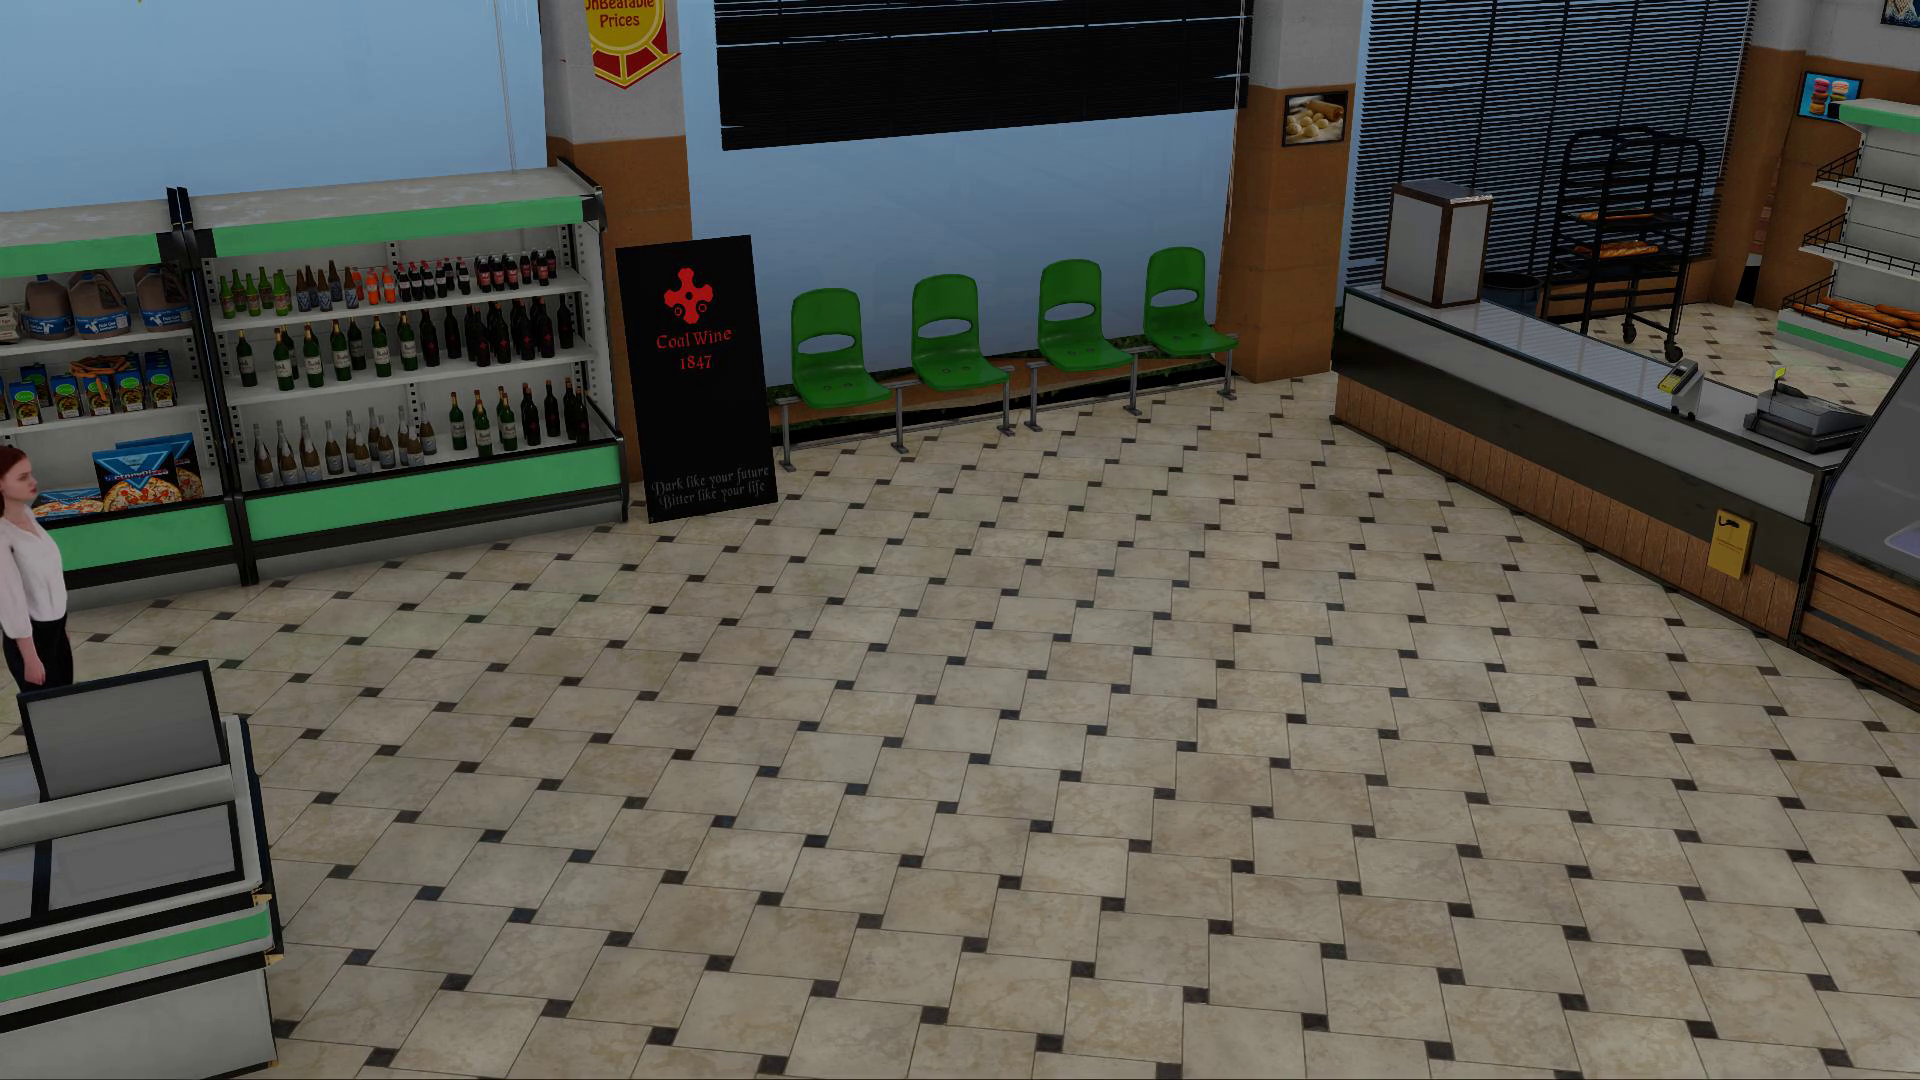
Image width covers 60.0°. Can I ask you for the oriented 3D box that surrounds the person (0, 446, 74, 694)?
[{"bbox_3d":[-3.832,0.440,6.925,0.561,1.760,0.637,-5,24,-12],"label":"person"}]
